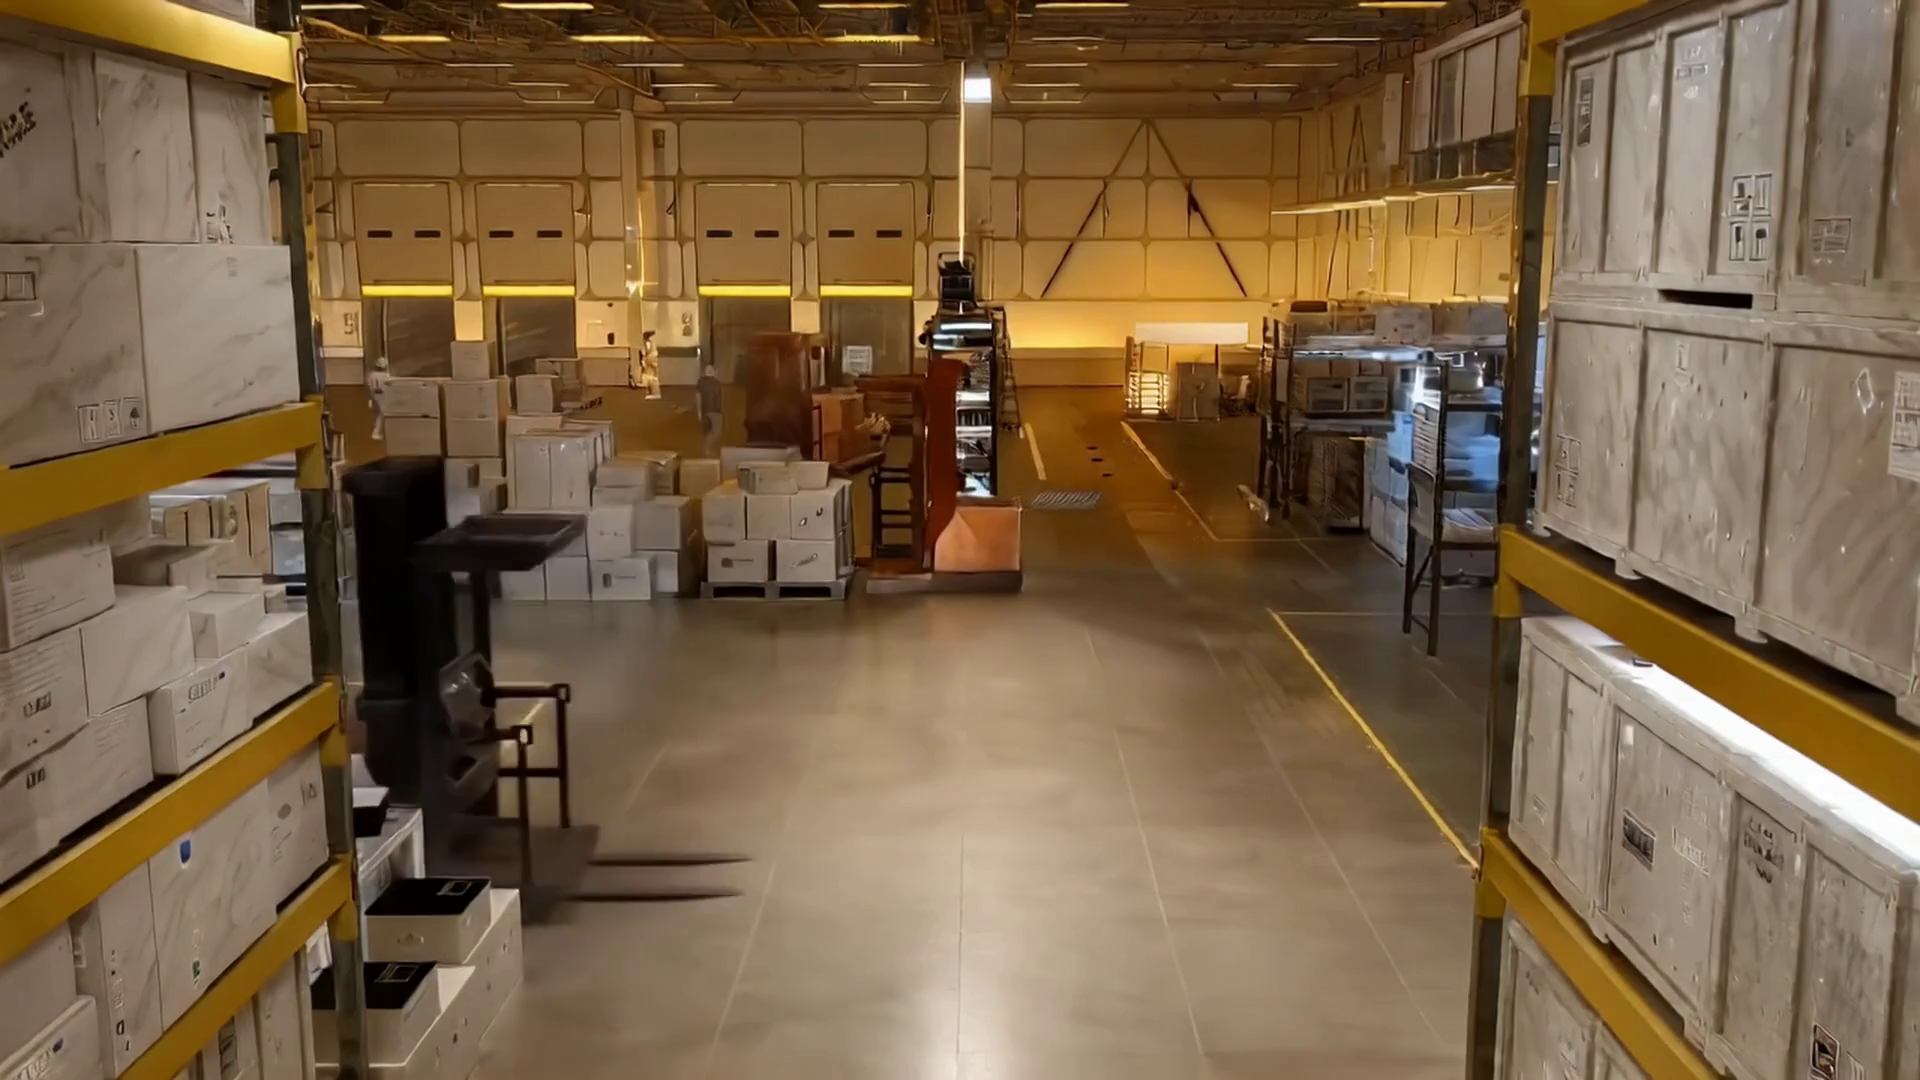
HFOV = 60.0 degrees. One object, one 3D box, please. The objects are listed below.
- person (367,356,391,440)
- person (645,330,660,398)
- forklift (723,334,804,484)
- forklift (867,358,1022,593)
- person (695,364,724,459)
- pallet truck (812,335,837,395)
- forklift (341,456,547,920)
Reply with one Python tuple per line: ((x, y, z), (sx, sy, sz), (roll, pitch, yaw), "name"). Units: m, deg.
((-12.631, -3.093, 36.425), (1.010, 1.879, 0.569), (6, 12, 32), "person")
((-8.759, -4.992, 47.255), (0.388, 1.930, 0.544), (-8, 13, -39), "person")
((-3.008, -1.909, 26.713), (1.129, 2.768, 1.873), (3, 10, 15), "forklift")
((-0.179, -0.808, 20.365), (1.873, 2.768, 1.129), (0, 10, 1), "forklift")
((-5.001, -2.555, 33.211), (0.645, 1.923, 0.462), (3, 10, 15), "person")
((-3.021, -4.312, 43.126), (1.885, 1.965, 0.823), (3, 10, 17), "pallet truck")
((-3.506, 0.892, 10.557), (1.873, 2.768, 1.129), (0, 10, 1), "forklift")
